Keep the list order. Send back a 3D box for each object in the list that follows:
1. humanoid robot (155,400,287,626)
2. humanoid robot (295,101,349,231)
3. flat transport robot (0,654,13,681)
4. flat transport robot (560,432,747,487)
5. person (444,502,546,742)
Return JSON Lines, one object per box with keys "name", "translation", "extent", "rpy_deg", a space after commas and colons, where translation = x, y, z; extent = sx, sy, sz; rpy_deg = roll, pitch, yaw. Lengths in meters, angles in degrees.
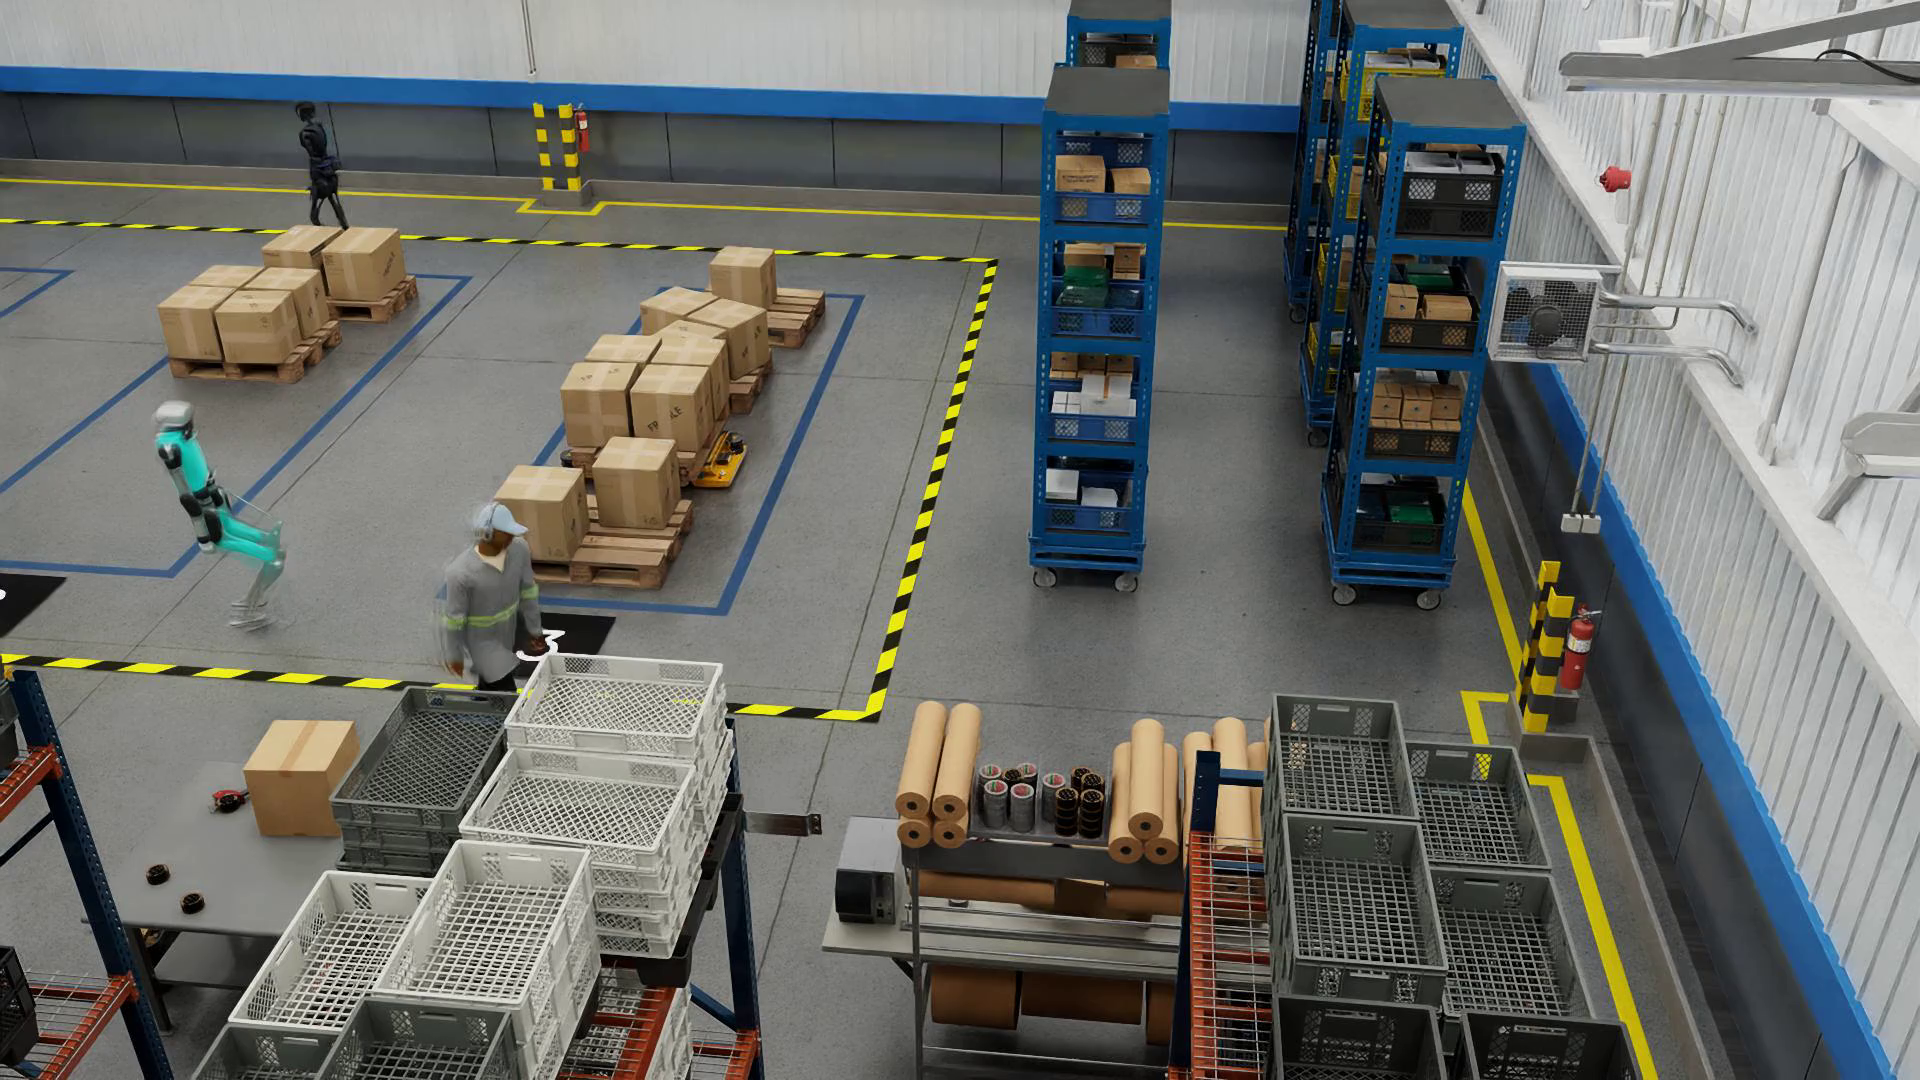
{"name": "humanoid robot", "translation": [-4.975, -0.197, 11.419], "extent": [0.735, 1.677, 0.533], "rpy_deg": [-6, 31, -10]}
{"name": "humanoid robot", "translation": [-6.959, -3.955, 18.072], "extent": [0.558, 1.640, 0.612], "rpy_deg": [-2, 30, -3]}
{"name": "flat transport robot", "translation": [-7.142, 0.969, 11.010], "extent": [1.431, 0.231, 0.659], "rpy_deg": [3, 30, 6]}
{"name": "flat transport robot", "translation": [-2.554, -0.707, 13.861], "extent": [1.431, 0.197, 0.652], "rpy_deg": [3, 30, 6]}
{"name": "person", "translation": [-2.786, 0.598, 10.113], "extent": [0.784, 1.808, 0.615], "rpy_deg": [15, 33, 23]}
